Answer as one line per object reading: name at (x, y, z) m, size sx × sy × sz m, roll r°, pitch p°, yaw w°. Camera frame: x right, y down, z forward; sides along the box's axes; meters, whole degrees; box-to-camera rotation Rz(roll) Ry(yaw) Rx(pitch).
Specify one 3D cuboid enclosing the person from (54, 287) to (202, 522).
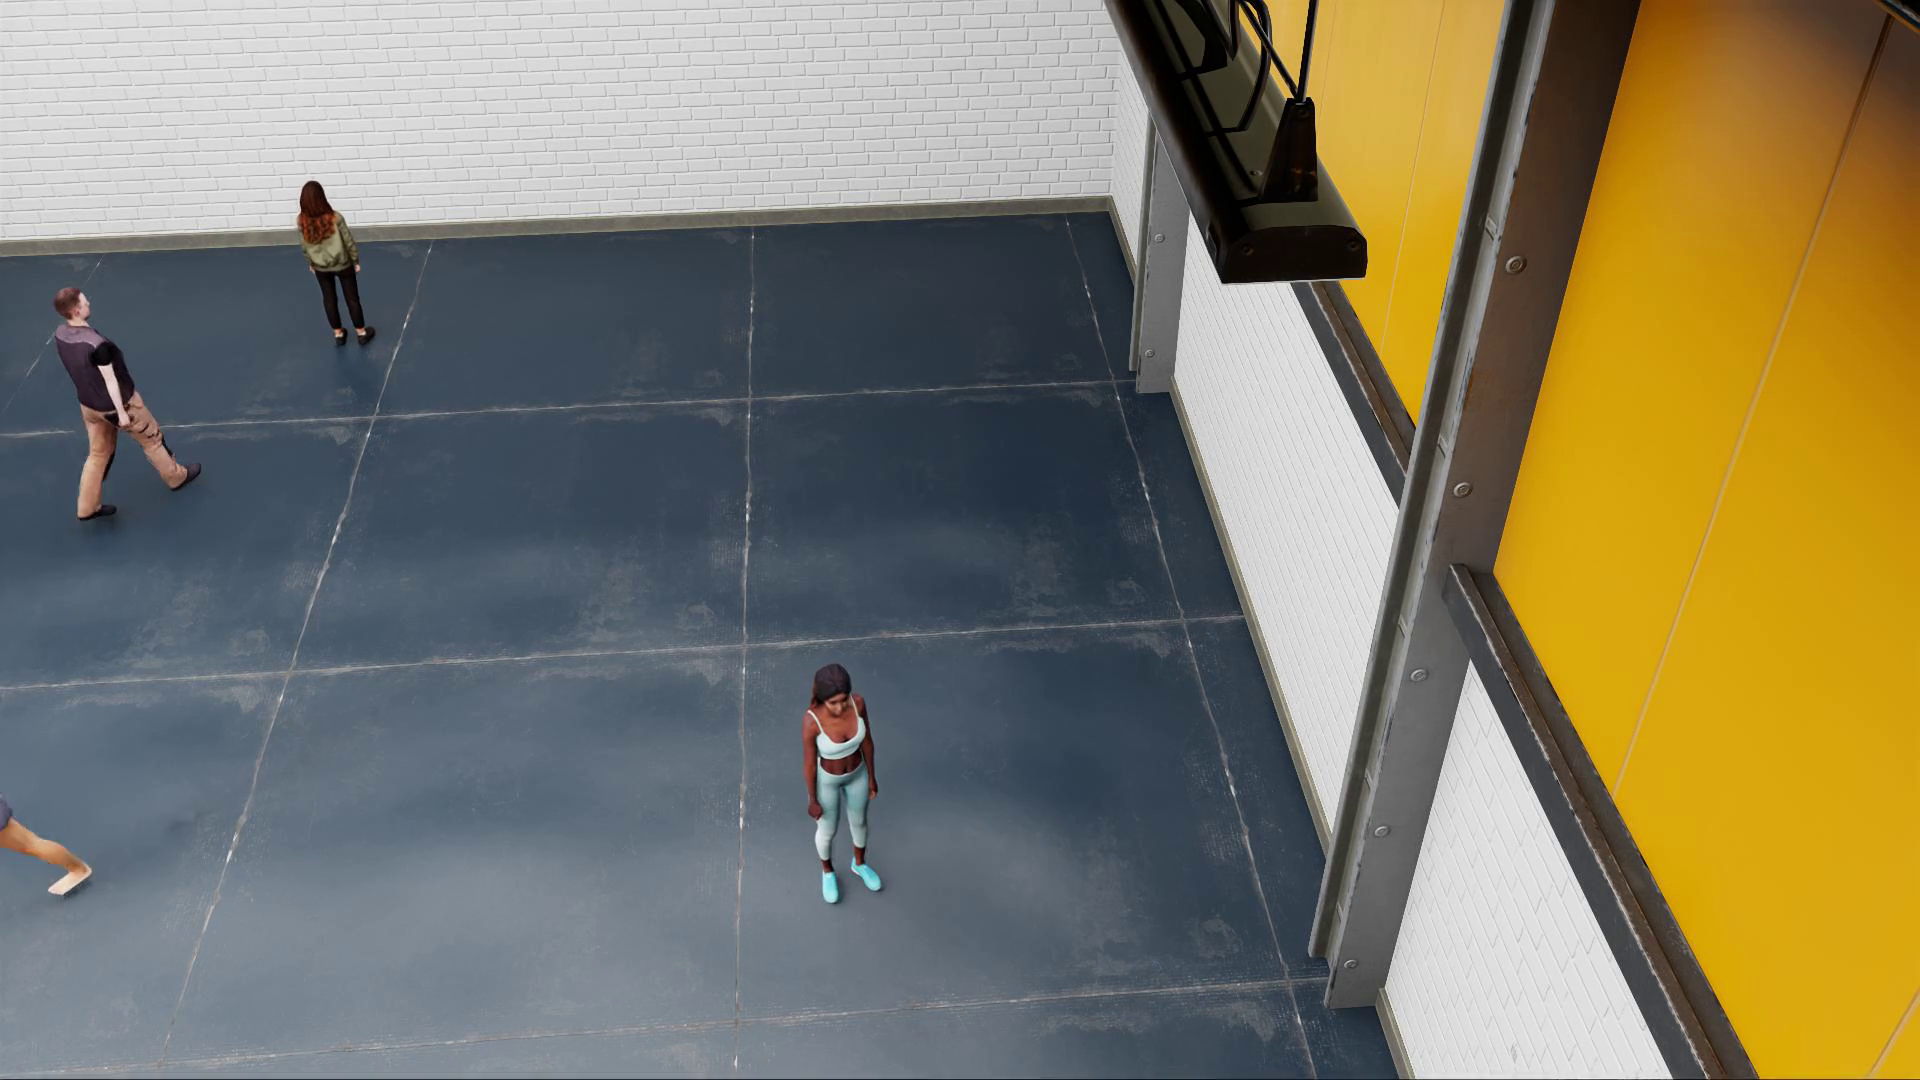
person at (-6.153, -0.927, 11.832) m, size 1.112 × 1.802 × 1.284 m, roll 20°, pitch 43°, yaw 23°

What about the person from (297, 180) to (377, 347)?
person at (-5.212, -2.296, 13.808) m, size 0.580 × 1.475 × 0.493 m, roll -2°, pitch 39°, yaw -3°

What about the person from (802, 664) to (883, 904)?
person at (-0.658, 1.312, 9.092) m, size 0.644 × 1.723 × 0.650 m, roll -18°, pitch 42°, yaw -22°
